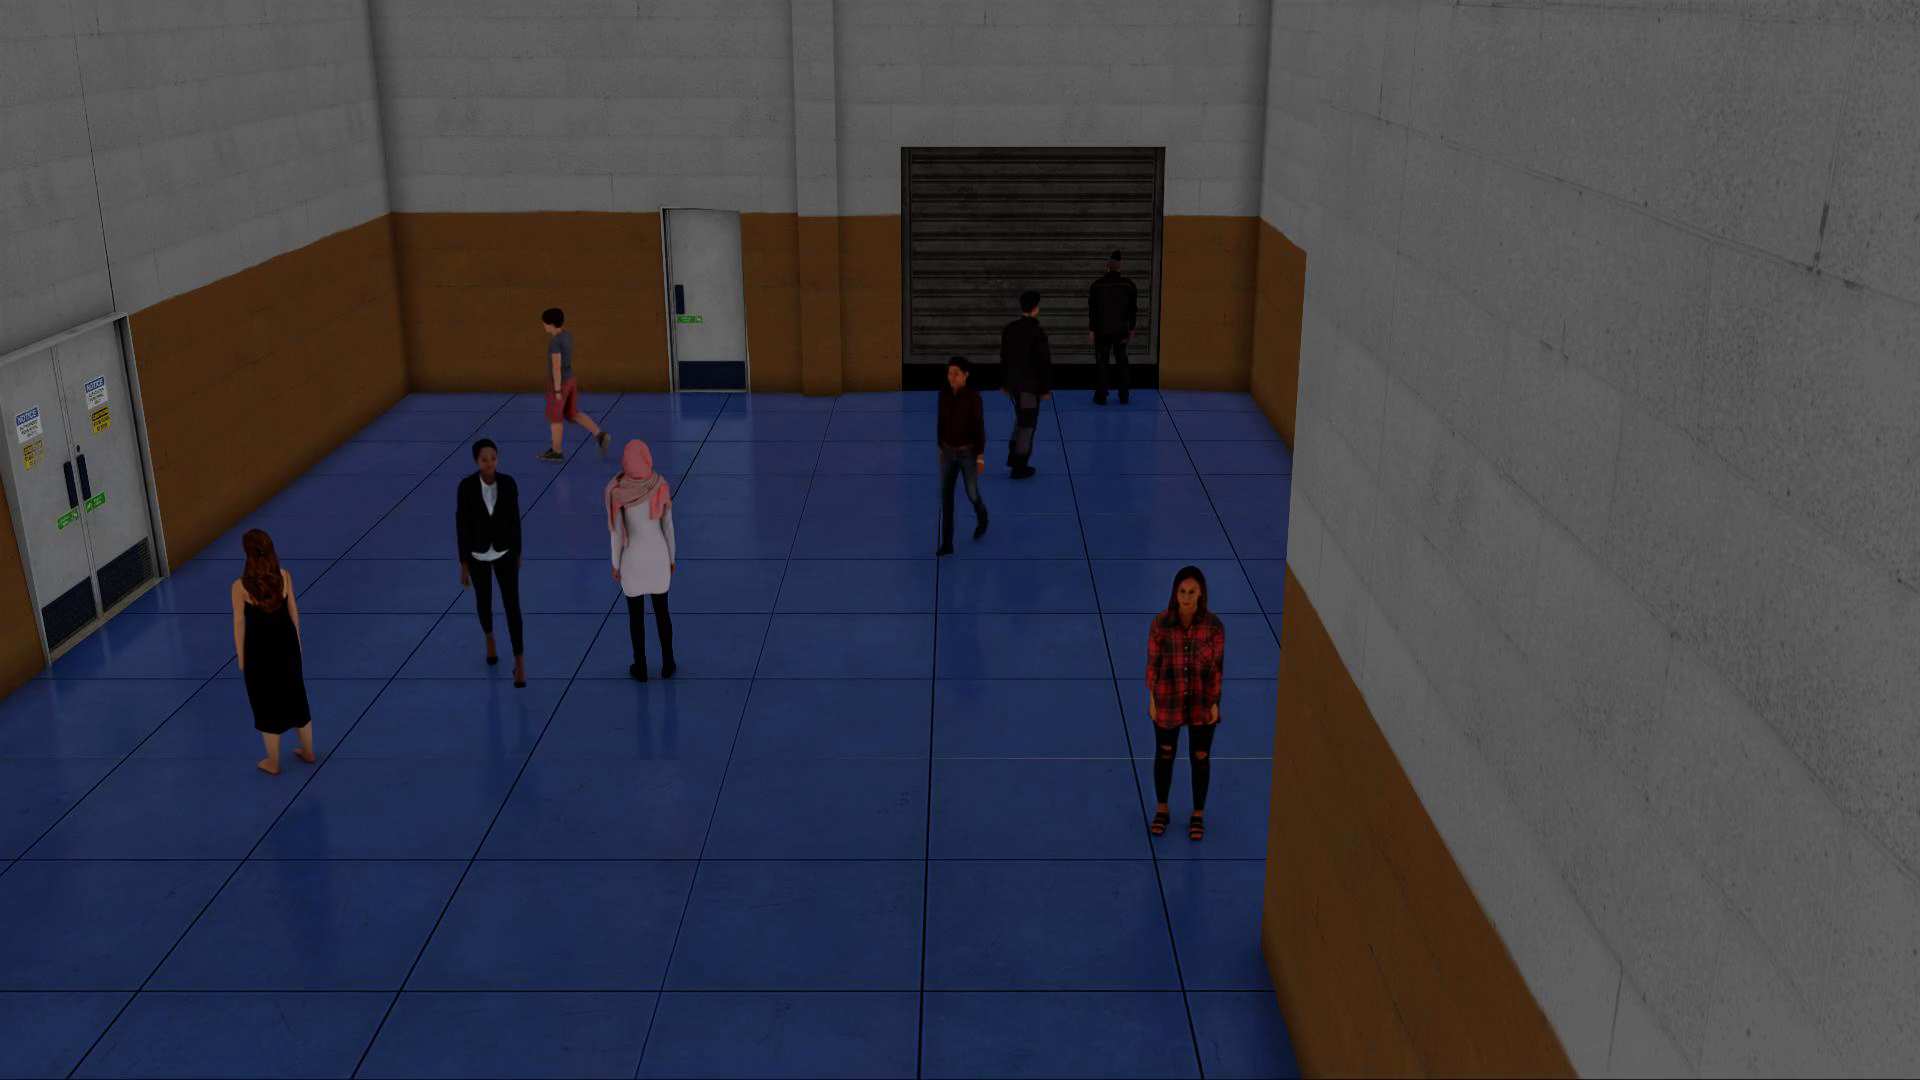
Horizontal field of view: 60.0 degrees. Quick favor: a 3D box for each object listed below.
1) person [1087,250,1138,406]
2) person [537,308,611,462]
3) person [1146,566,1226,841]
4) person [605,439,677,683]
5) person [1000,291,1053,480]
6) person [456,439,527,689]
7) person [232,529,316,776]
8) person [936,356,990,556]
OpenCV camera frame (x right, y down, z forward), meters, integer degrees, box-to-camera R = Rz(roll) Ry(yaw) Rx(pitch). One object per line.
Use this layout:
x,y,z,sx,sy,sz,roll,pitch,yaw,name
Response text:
1.823,-2.545,19.888,0.547,1.860,0.830,-1,19,-3,person
-4.107,-1.624,17.530,1.062,1.630,0.728,4,19,11,person
1.329,0.954,9.795,0.527,1.702,0.704,3,19,8,person
-2.290,0.144,12.037,0.638,1.803,0.770,-6,20,-18,person
0.597,-1.560,16.884,0.846,1.934,0.912,17,25,41,person
-3.410,0.155,12.034,1.158,1.784,0.960,-7,20,-19,person
-4.401,0.708,10.646,0.729,1.623,0.672,17,25,40,person
0.054,-0.758,14.805,1.158,1.745,1.058,9,21,26,person
